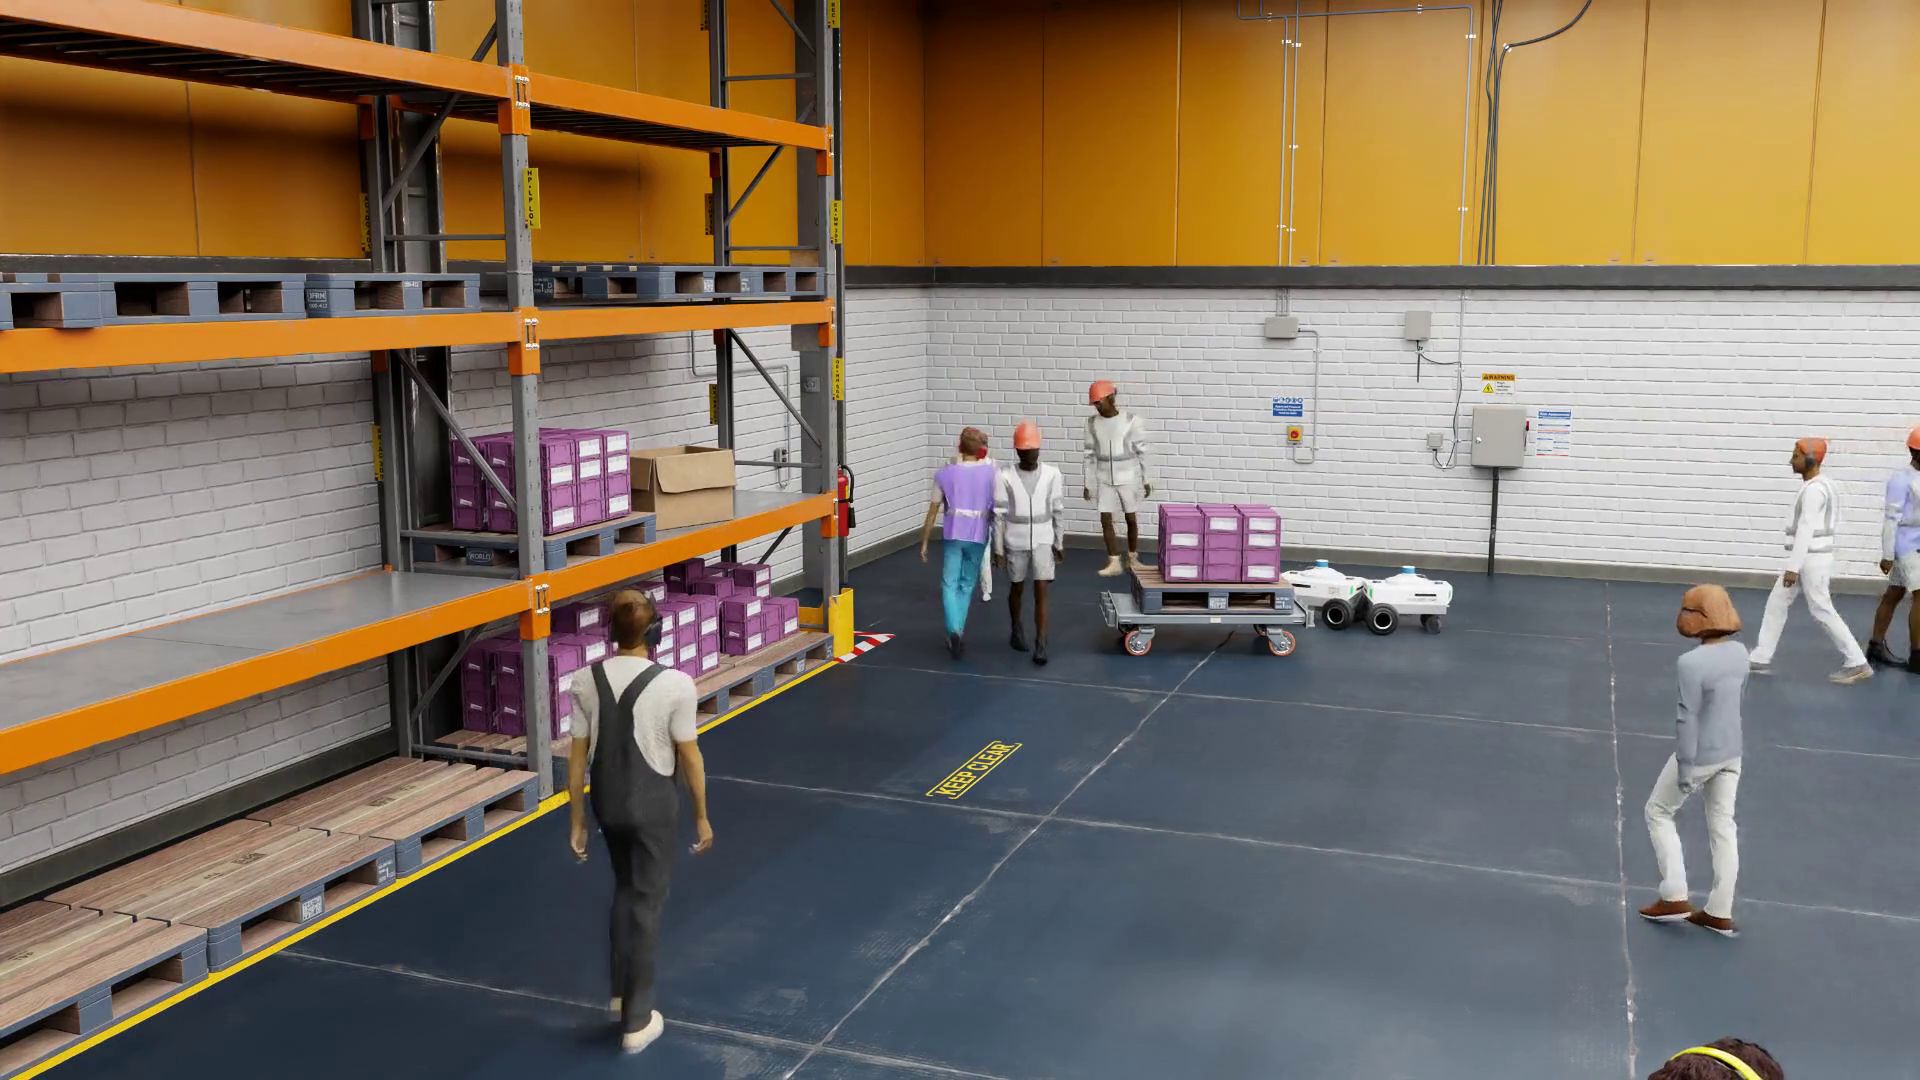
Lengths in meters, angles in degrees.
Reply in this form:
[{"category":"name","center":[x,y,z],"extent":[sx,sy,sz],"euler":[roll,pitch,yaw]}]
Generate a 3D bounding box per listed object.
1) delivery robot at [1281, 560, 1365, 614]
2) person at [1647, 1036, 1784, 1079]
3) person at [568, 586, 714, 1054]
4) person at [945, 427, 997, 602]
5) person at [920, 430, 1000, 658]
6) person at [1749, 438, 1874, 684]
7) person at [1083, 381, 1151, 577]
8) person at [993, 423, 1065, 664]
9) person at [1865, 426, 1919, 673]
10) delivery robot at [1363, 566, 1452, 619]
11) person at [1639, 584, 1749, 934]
[{"category":"delivery robot","center":[3.144,0.414,14.476],"extent":[0.707,0.478,0.477],"euler":[6,11,33]},{"category":"person","center":[1.137,1.688,2.652],"extent":[0.329,1.871,0.513],"euler":[-8,12,-40]},{"category":"person","center":[-1.243,1.081,6.576],"extent":[0.518,1.826,0.543],"euler":[3,9,16]},{"category":"person","center":[0.103,-0.224,15.378],"extent":[0.518,1.640,0.307],"euler":[-2,9,-12]},{"category":"person","center":[0.024,0.040,13.248],"extent":[0.670,1.796,0.718],"euler":[0,9,1]},{"category":"person","center":[6.359,0.154,12.398],"extent":[0.967,1.843,0.591],"euler":[4,10,23]},{"category":"person","center":[1.594,-0.611,16.734],"extent":[0.694,1.992,0.646],"euler":[3,10,20]},{"category":"person","center":[0.545,0.014,13.122],"extent":[0.579,1.885,0.953],"euler":[-1,9,-5]},{"category":"person","center":[7.340,0.071,12.667],"extent":[0.578,1.903,0.777],"euler":[-8,12,-43]},{"category":"delivery robot","center":[3.810,0.465,14.155],"extent":[0.707,0.478,0.477],"euler":[1,9,5]},{"category":"person","center":[3.422,1.008,7.716],"extent":[0.500,1.618,0.500],"euler":[-5,10,-27]}]
